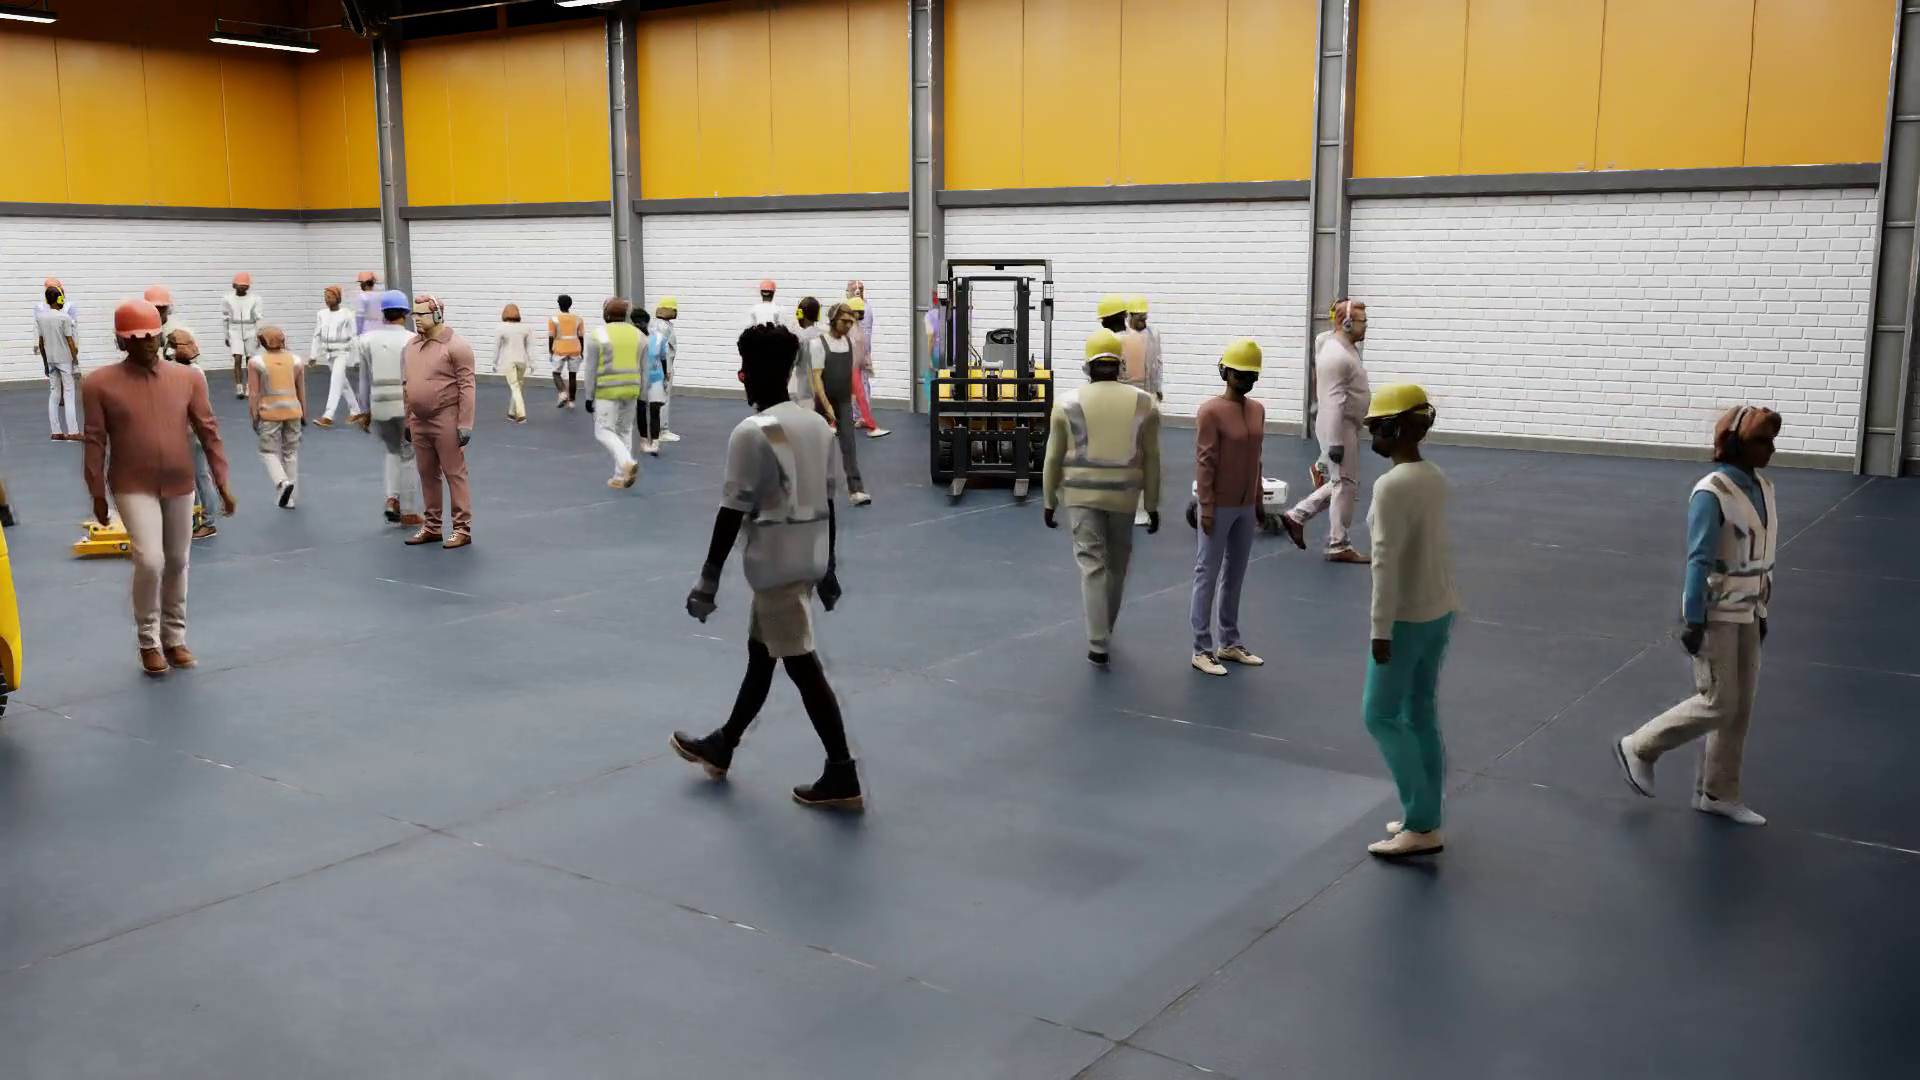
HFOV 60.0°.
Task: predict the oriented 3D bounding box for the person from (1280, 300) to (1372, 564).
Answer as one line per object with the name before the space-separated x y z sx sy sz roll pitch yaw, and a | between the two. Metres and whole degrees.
person | 2.660 -0.768 11.915 0.593 1.891 0.641 3 10 18

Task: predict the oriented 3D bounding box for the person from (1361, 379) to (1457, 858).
person | 1.638 0.280 6.127 0.466 1.735 0.550 8 12 38

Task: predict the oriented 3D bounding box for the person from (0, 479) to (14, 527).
person | -7.999 -0.964 13.099 0.554 1.870 1.010 5 11 26

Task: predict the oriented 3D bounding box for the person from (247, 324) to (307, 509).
person | -5.864 -1.052 14.371 0.514 1.623 0.469 -9 13 -42

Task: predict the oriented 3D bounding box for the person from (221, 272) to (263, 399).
person | -11.226 -3.196 26.050 0.605 1.982 0.971 -3 10 -20

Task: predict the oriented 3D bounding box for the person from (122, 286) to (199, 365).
person | -7.274 -1.339 15.174 0.617 1.942 1.057 -2 10 -13

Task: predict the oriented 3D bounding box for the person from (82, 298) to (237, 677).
person | -4.169 -0.266 8.680 0.583 1.968 0.633 9 13 43

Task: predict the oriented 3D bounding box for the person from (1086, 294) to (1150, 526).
person | 1.216 -1.069 13.707 0.920 1.878 0.589 7 12 36

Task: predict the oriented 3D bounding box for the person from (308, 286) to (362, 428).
person | -8.181 -2.395 21.779 0.582 1.833 1.002 4 10 24

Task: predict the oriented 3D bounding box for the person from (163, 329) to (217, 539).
person | -6.046 -0.828 12.997 0.505 1.636 0.279 7 12 35

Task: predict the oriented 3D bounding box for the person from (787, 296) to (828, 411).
person | -1.364 -1.241 14.849 0.679 1.837 0.589 -9 13 -44

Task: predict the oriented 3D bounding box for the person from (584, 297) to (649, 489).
person | -3.183 -1.358 15.581 0.631 1.828 0.668 -9 13 -41

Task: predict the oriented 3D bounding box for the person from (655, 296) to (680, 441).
person | -3.523 -2.071 20.085 0.325 1.740 0.492 -1 10 -9

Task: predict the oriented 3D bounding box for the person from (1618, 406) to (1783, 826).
person | 2.901 0.285 6.421 0.513 1.625 0.455 -8 12 -39

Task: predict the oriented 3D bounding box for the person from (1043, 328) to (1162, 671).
person | 0.745 -0.245 9.039 0.621 1.792 0.872 -1 10 -7

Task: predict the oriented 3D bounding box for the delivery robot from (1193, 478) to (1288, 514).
delivery robot | 2.215 -0.359 13.140 0.707 0.478 0.477 -2 10 -11

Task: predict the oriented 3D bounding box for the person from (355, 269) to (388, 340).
person | -9.378 -3.302 26.585 0.568 2.030 0.620 4 10 23

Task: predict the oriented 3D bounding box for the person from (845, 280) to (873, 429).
person | -1.349 -2.393 21.513 0.408 1.908 0.643 -4 10 -20

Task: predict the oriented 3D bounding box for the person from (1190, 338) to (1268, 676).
person | 1.439 -0.178 8.760 0.523 1.762 0.329 -9 13 -42

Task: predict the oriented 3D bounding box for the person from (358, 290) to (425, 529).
person | -4.507 -1.046 13.433 0.652 1.922 0.450 2 10 9

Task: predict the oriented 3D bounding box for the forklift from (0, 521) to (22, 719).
forklift | -5.296 -0.090 6.943 1.214 2.155 2.313 7 12 35

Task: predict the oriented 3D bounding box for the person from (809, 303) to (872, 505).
person | -1.108 -1.200 14.787 0.501 1.793 0.893 -7 12 -35

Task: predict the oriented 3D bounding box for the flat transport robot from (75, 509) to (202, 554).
flat transport robot | -6.264 -0.108 12.769 0.652 0.197 1.431 -2 10 -15

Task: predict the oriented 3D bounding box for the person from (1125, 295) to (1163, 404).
person | 1.752 -1.559 16.794 0.604 1.821 0.554 -4 10 -23

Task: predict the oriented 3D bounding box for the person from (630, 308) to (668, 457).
person | -3.489 -1.737 18.392 0.542 1.628 0.878 -2 10 -15

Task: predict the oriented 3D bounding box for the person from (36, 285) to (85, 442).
person | -10.762 -2.107 19.925 0.510 1.870 0.328 2 10 14

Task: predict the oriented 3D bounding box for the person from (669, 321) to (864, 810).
person | -0.798 0.099 6.623 0.992 1.910 0.634 4 10 22

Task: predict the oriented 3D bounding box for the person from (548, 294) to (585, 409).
person | -5.700 -2.719 24.109 0.549 1.687 0.473 -5 11 -25

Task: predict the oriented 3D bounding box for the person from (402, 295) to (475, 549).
person | -3.962 -0.887 12.549 0.651 1.906 0.403 5 11 27

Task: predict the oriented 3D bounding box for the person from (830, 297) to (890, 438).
person | -1.266 -2.110 20.371 0.902 1.712 0.542 4 10 23

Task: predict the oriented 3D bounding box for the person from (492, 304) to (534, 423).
person | -5.983 -2.364 22.280 0.514 1.587 0.850 -7 12 -37

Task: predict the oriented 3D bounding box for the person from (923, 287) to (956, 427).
person | -0.244 -2.357 21.526 0.578 1.828 0.504 -6 11 -31

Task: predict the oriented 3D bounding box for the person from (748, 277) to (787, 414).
person | -2.598 -2.597 22.635 0.548 1.936 0.368 1 10 8

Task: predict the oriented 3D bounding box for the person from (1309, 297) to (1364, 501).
person | 3.465 -1.310 15.309 0.524 1.834 0.875 -3 10 -18

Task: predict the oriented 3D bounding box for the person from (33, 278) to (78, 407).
person | -13.356 -2.902 24.538 0.574 1.897 0.885 -3 10 -15

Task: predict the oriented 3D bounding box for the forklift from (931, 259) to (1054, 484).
forklift | 0.370 -1.738 16.759 1.214 2.155 2.313 1 10 3
